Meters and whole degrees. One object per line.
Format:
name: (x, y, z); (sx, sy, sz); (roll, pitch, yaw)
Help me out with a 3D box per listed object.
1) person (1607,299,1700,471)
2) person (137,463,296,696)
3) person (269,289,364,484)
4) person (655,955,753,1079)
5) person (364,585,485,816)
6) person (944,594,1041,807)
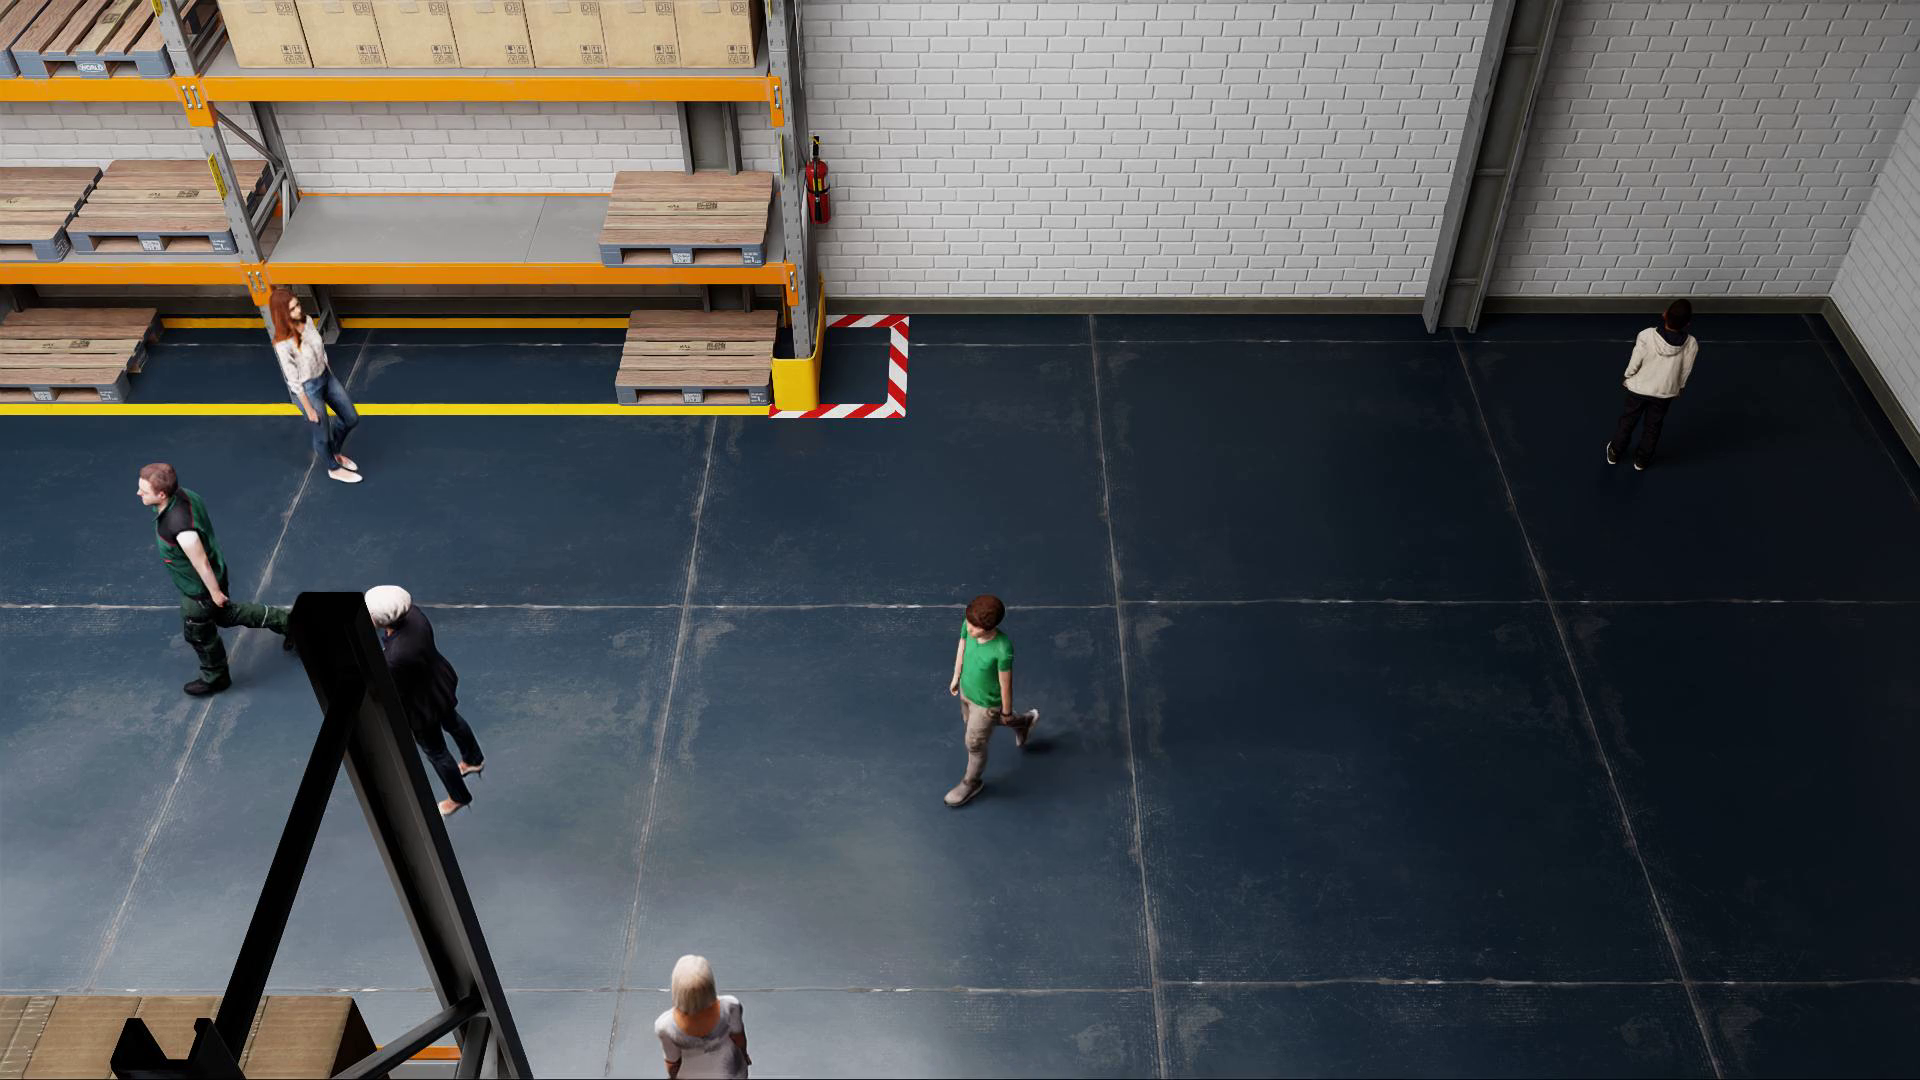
person: (5.058, -1.129, 12.128); (0.580, 1.455, 0.708); (16, 46, 16)
person: (-4.691, 0.212, 10.457); (1.180, 1.820, 0.953); (-19, 47, -18)
person: (-4.696, -1.095, 11.900); (0.699, 1.721, 0.684); (12, 45, 12)
person: (-1.207, 2.558, 8.045); (0.557, 1.750, 0.691); (-15, 46, -15)
person: (-2.904, 0.819, 9.076); (0.634, 1.777, 0.746); (6, 44, 6)
person: (0.205, 0.873, 9.900); (1.075, 1.630, 0.913); (-25, 49, -24)
